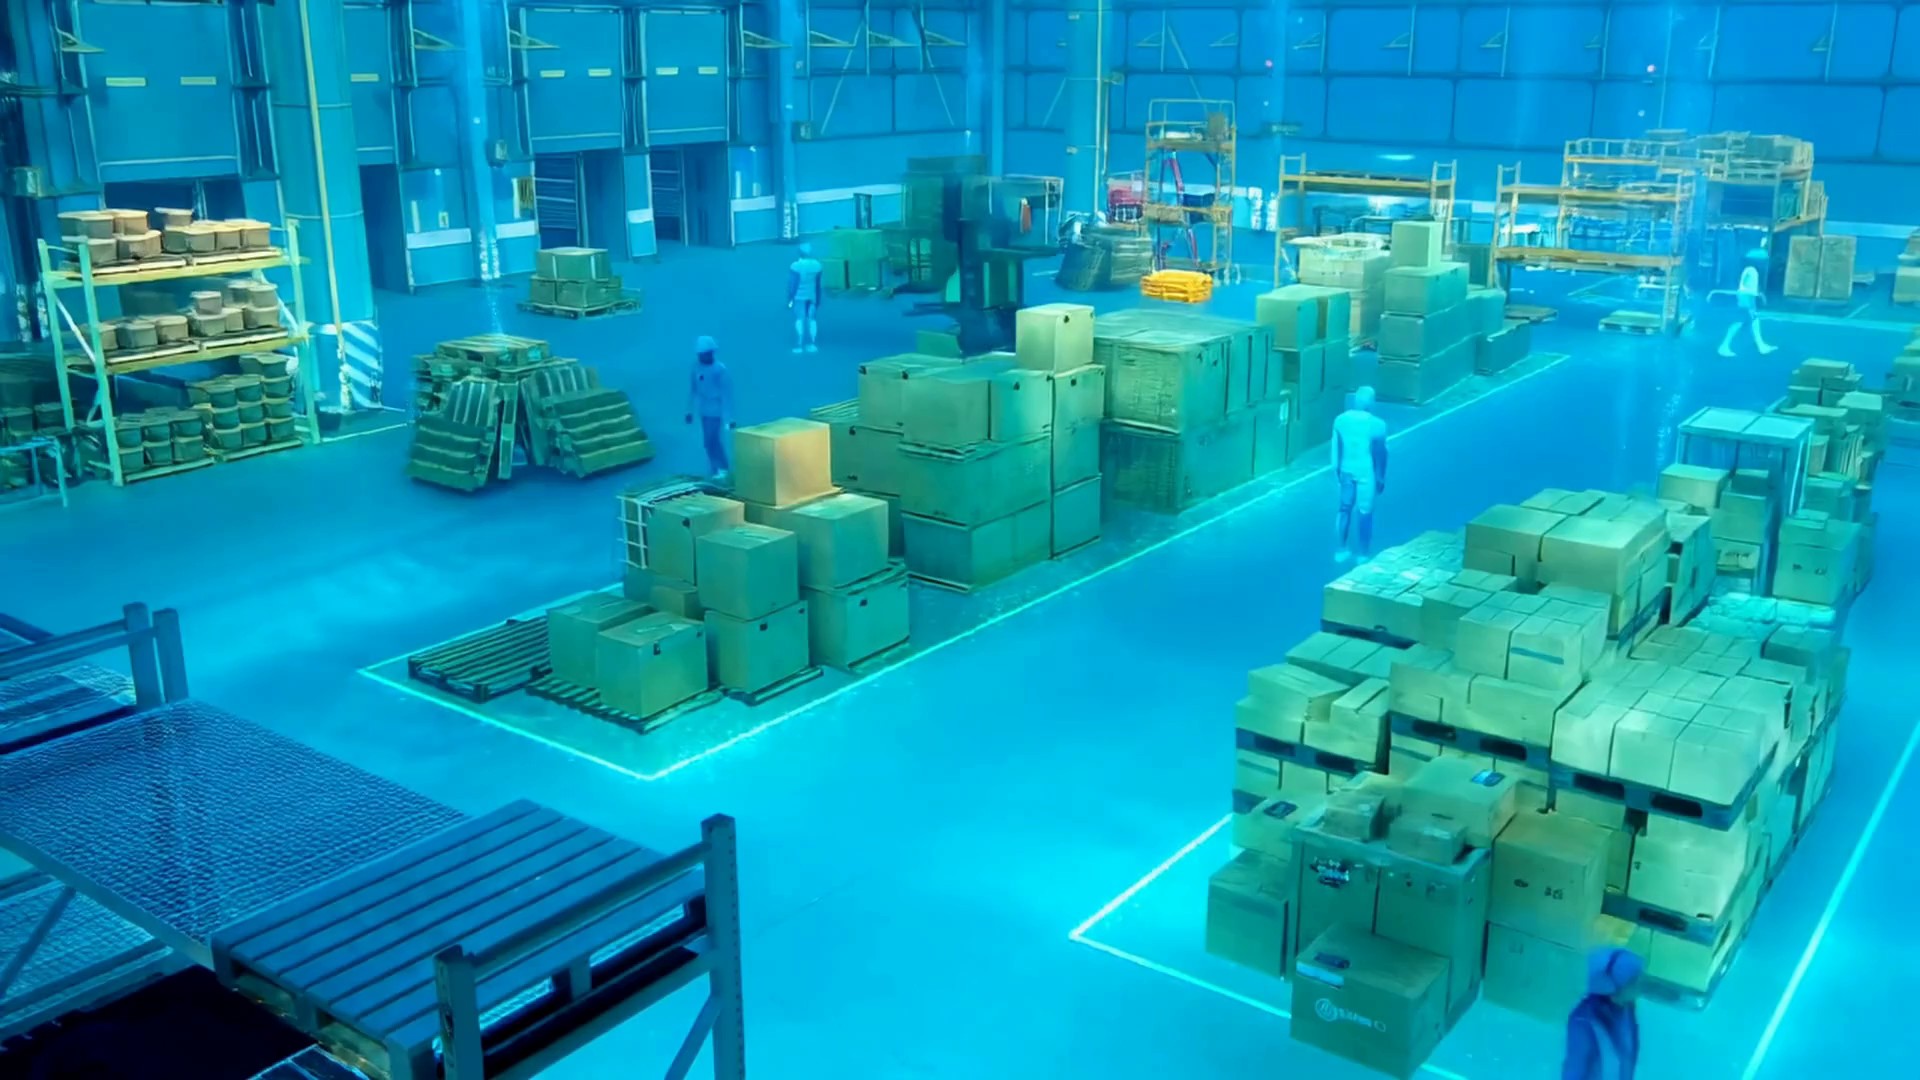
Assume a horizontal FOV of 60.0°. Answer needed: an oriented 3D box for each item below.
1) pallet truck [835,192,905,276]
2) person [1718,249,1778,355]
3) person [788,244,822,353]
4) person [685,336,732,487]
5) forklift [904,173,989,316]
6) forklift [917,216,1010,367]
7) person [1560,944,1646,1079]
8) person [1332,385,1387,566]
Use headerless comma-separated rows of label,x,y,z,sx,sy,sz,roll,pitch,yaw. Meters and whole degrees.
pallet truck,-1.936,-7.159,38.982,1.885,1.965,0.823,-12,21,-34
person,13.954,-4.164,29.239,0.994,1.886,0.568,5,18,16
person,-2.752,-4.289,29.610,0.636,1.928,0.390,-9,19,-28
person,-3.149,-1.604,20.751,0.604,1.906,0.610,14,22,38
forklift,-0.098,-5.952,33.483,1.873,2.768,1.129,3,17,10
forklift,0.347,-3.514,25.409,1.873,2.768,1.129,12,21,35
person,2.825,2.534,7.569,0.531,1.605,0.833,-15,23,-41
person,4.236,-0.690,17.661,0.627,1.941,0.370,16,23,42
